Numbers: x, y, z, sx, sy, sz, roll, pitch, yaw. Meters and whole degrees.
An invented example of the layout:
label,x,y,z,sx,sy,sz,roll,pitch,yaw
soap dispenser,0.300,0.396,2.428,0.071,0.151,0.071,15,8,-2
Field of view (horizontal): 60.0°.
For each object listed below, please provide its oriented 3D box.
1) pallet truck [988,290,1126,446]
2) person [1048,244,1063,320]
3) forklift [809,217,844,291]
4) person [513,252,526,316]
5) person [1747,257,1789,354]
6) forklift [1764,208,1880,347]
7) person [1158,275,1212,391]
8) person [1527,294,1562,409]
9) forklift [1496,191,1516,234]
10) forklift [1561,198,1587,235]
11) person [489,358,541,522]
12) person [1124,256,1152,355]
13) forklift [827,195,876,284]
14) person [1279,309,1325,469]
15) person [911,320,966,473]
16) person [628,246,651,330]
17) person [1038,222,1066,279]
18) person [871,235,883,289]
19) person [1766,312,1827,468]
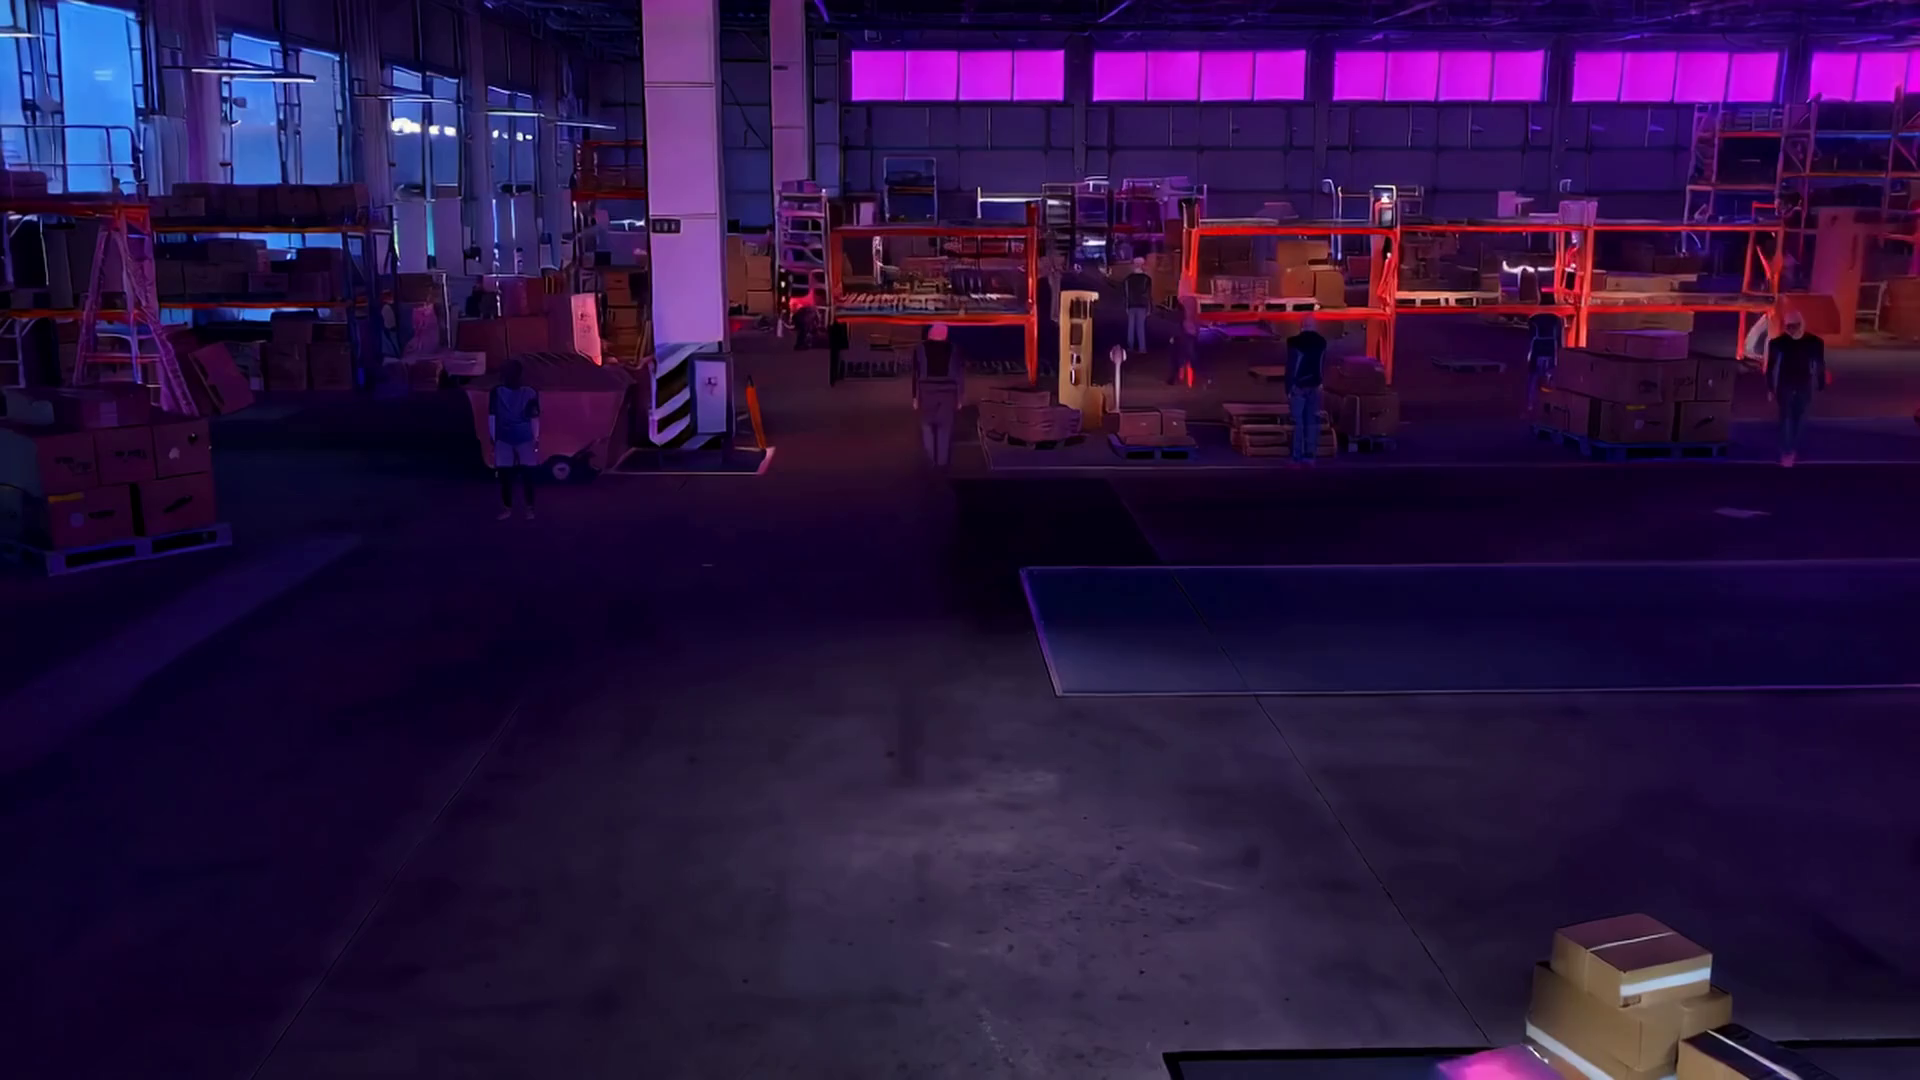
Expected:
label,x,y,z,sx,sy,sz,roll,pitch,yaw
pallet truck,1.257,-2.299,22.111,1.885,1.965,0.823,-9,15,-35
person,2.332,-6.259,40.358,0.347,1.834,0.625,3,13,12
forklift,-4.375,-8.619,48.637,1.873,2.768,1.129,0,12,-2
person,-10.773,-6.230,40.699,0.314,1.632,0.524,-6,14,-26
person,16.036,-4.594,32.676,1.034,1.907,0.639,1,13,6
forklift,17.687,-5.358,33.911,1.873,2.768,1.129,0,12,-2
person,3.752,-3.406,27.403,0.932,1.887,0.602,7,14,27
person,8.815,-2.835,25.110,0.487,1.744,0.295,5,13,21
forklift,20.594,-11.778,62.900,1.873,2.768,1.129,0,12,-2
forklift,17.204,-8.212,46.797,1.873,2.768,1.129,0,12,-2
person,-4.553,-1.021,17.022,0.532,1.699,0.319,1,13,2
person,3.505,-4.603,32.669,0.585,1.929,0.370,9,15,34
forklift,-3.662,-9.503,52.625,1.873,2.768,1.129,-5,13,-21
person,4.146,-1.829,20.150,0.623,1.932,0.369,-10,16,-38
person,-0.251,-1.732,19.944,0.657,1.821,0.630,0,12,0
person,-7.127,-5.603,37.187,0.561,1.927,0.524,-7,14,-28
person,3.074,-9.634,55.439,0.891,1.914,0.637,-4,13,-16
person,-2.545,-8.666,51.137,0.342,1.881,0.582,-6,14,-24
person,10.235,-1.858,20.423,0.651,1.880,1.078,4,13,19
